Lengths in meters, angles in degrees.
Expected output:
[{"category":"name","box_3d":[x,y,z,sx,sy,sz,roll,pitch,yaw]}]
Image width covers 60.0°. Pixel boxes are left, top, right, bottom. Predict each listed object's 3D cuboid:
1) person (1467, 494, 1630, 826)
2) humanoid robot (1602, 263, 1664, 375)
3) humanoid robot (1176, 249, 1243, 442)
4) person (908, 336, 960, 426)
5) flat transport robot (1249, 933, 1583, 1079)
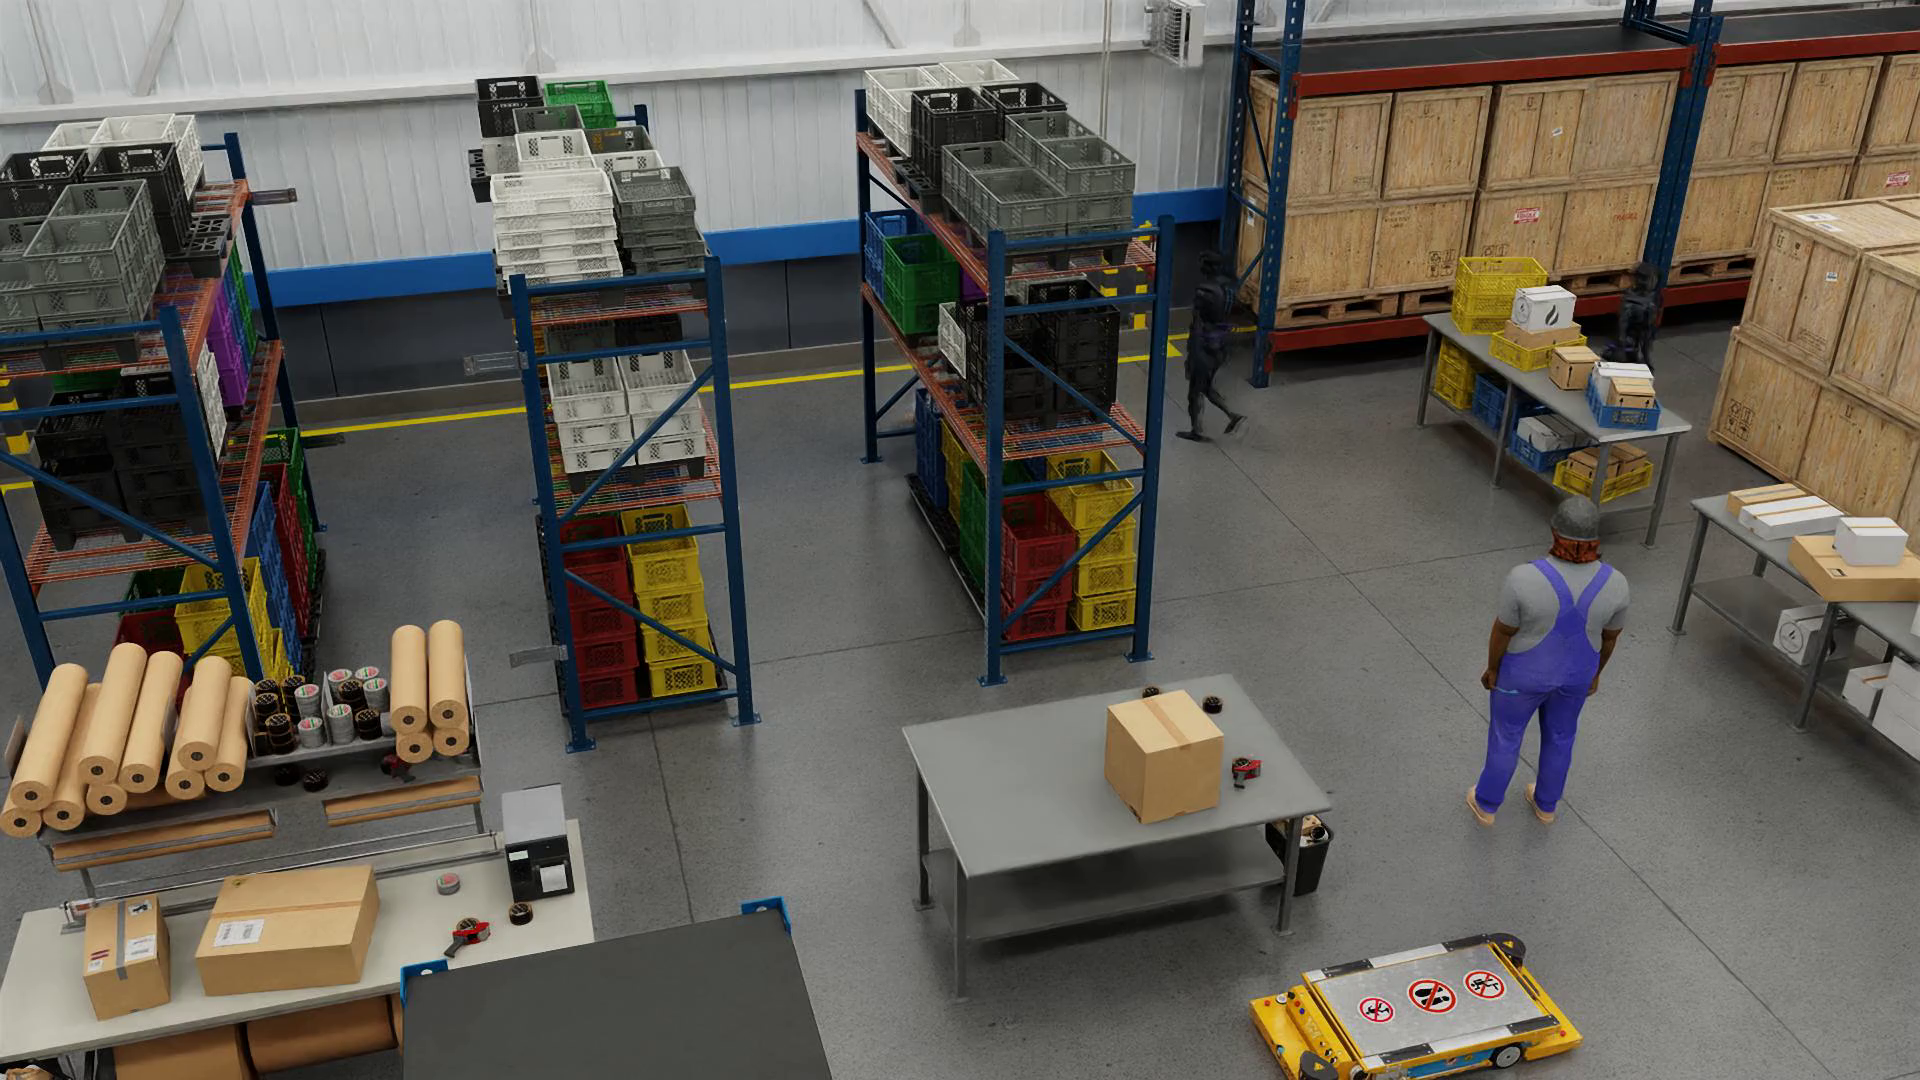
[{"category":"person","box_3d":[3.206,0.659,9.125,0.679,2.000,0.536,0,29,0]},{"category":"humanoid robot","box_3d":[5.323,-1.387,13.235,0.367,1.653,0.604,24,37,37]},{"category":"humanoid robot","box_3d":[2.070,-1.563,13.549,0.439,1.647,0.597,20,35,32]},{"category":"person","box_3d":[-0.187,-1.715,13.623,0.638,1.868,0.584,-17,33,-29]},{"category":"flat transport robot","box_3d":[2.184,2.282,7.980,1.431,0.197,0.652,-8,30,-14]}]
